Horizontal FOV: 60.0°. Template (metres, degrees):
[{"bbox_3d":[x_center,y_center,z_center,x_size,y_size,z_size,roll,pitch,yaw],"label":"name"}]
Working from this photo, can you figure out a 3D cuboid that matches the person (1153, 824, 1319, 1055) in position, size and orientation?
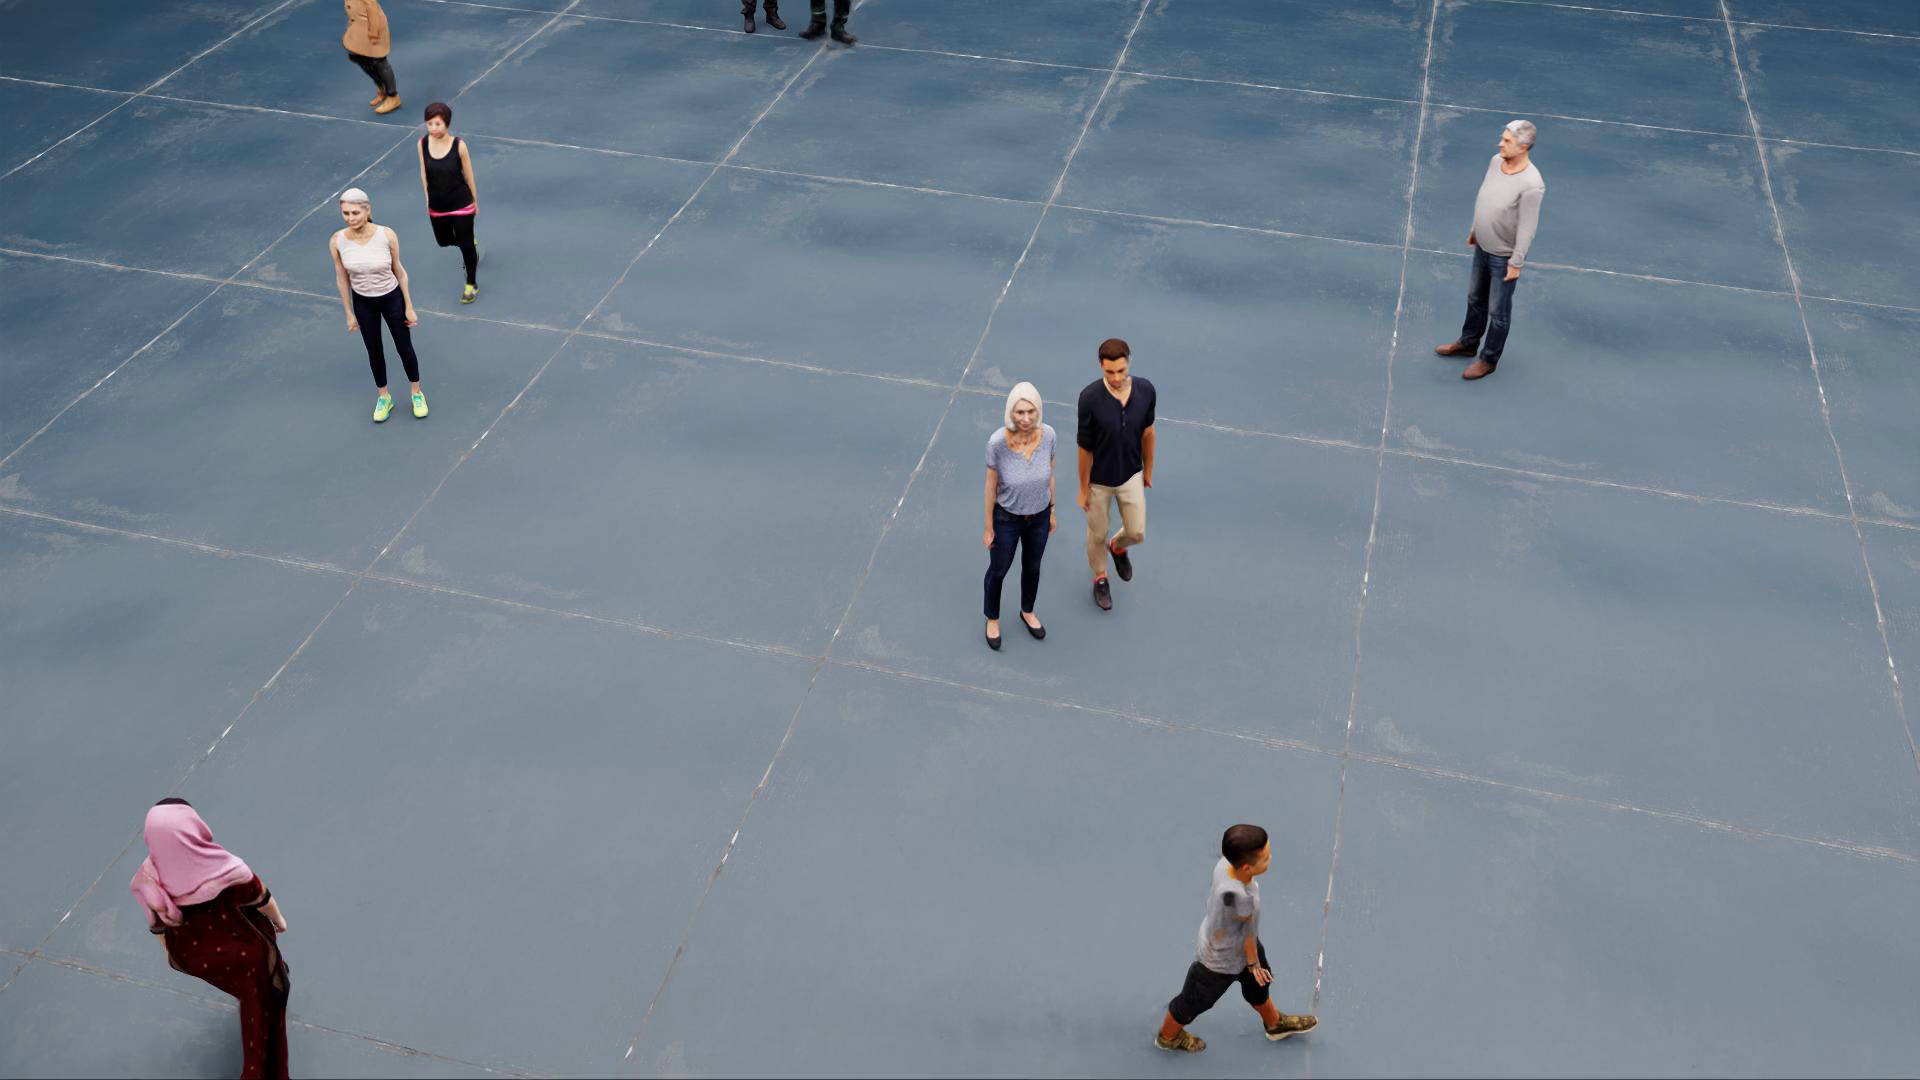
[{"bbox_3d":[1.091,1.723,7.196,0.783,1.428,0.949,3,38,4],"label":"person"}]

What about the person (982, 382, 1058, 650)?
[{"bbox_3d":[0.336,-0.147,9.348,0.668,1.721,0.681,-11,39,-14],"label":"person"}]

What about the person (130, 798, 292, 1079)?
[{"bbox_3d":[-3.126,1.759,7.013,0.877,1.595,1.160,-3,38,-4],"label":"person"}]

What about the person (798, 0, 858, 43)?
[{"bbox_3d":[-1.345,-5.897,16.580,0.827,1.866,0.730,12,40,15],"label":"person"}]

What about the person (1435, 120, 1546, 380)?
[{"bbox_3d":[3.772,-2.042,11.616,0.893,1.910,0.775,-10,39,-13],"label":"person"}]

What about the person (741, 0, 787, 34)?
[{"bbox_3d":[-2.056,-6.148,16.933,0.786,1.826,0.795,-12,40,-15],"label":"person"}]

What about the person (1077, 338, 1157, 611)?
[{"bbox_3d":[0.842,-0.418,9.605,0.782,1.830,0.835,-9,39,-12],"label":"person"}]

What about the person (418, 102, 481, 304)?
[{"bbox_3d":[-3.845,-2.609,12.641,0.612,1.541,0.837,4,38,5],"label":"person"}]

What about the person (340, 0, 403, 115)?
[{"bbox_3d":[-5.385,-4.798,15.299,0.799,1.713,0.830,31,47,33],"label":"person"}]

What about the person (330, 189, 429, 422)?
[{"bbox_3d":[-3.909,-1.590,11.209,0.685,1.701,0.679,-7,39,-8],"label":"person"}]
